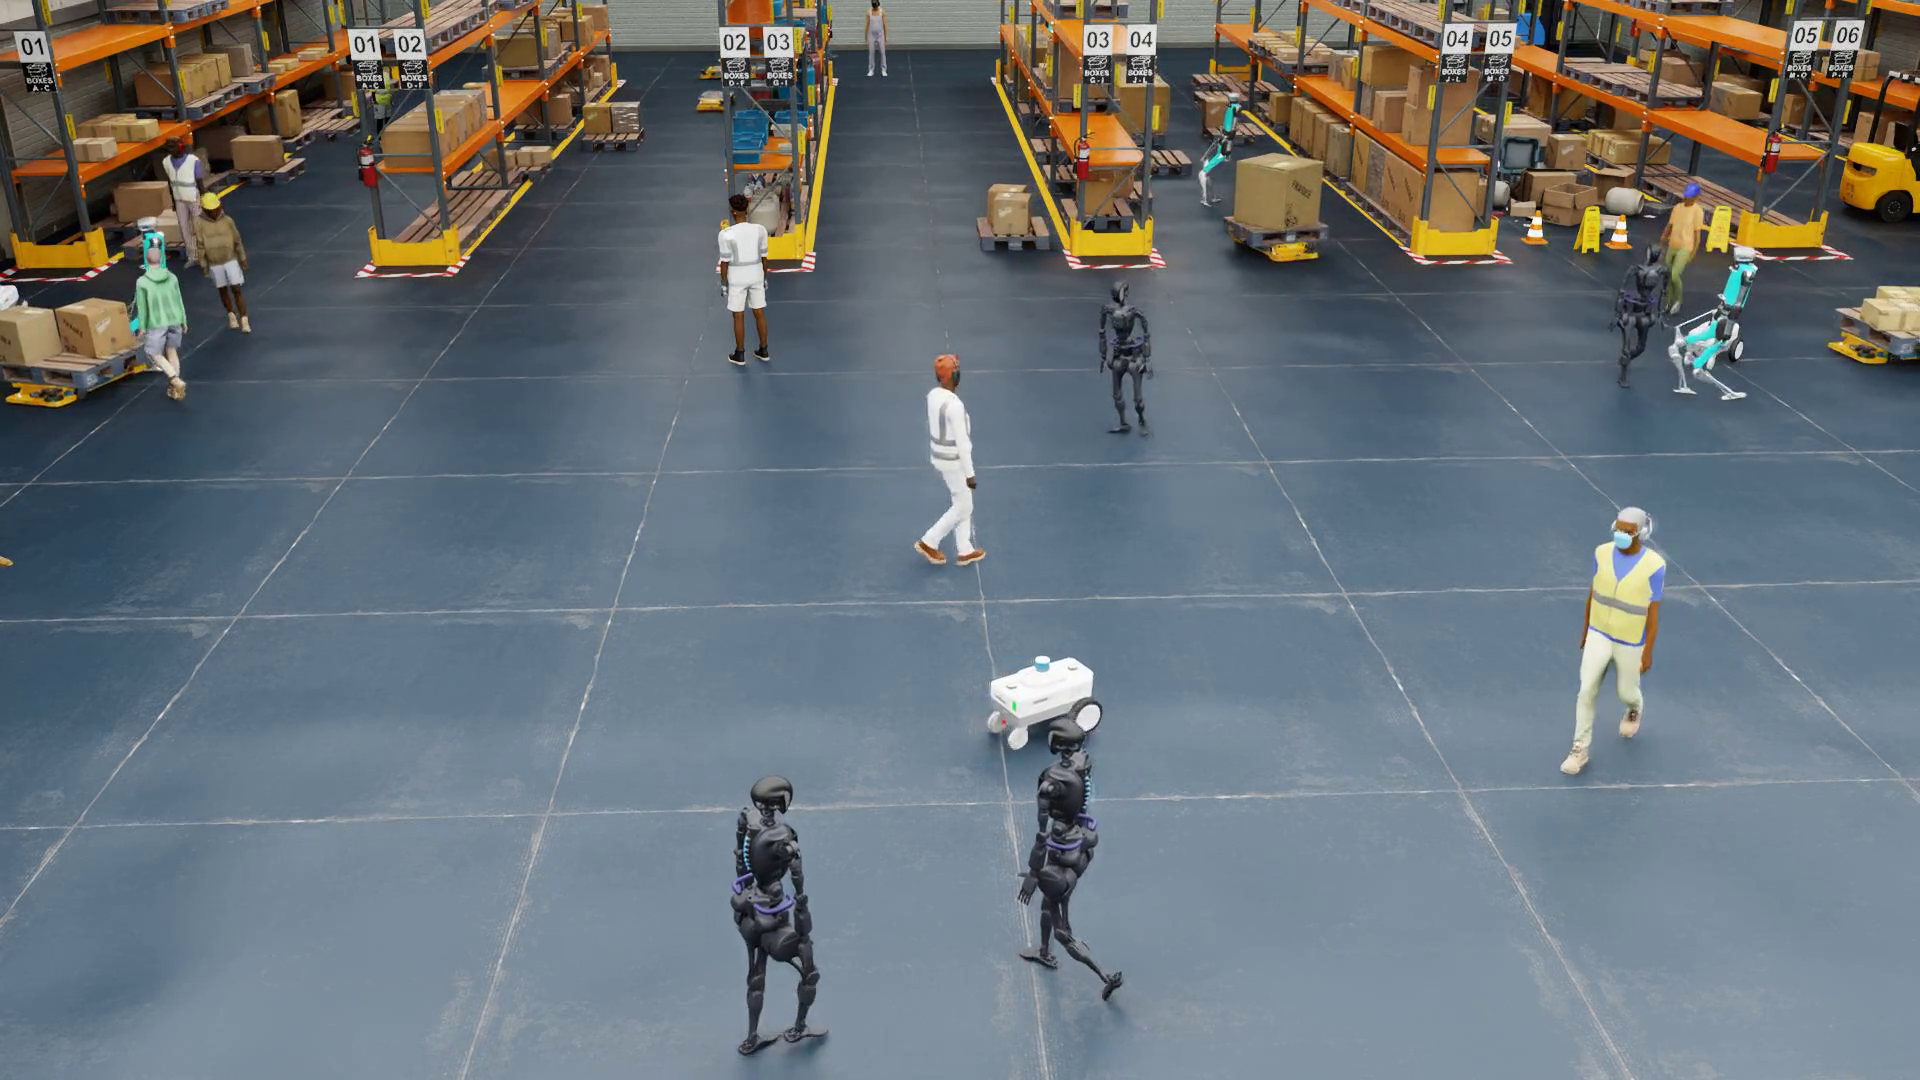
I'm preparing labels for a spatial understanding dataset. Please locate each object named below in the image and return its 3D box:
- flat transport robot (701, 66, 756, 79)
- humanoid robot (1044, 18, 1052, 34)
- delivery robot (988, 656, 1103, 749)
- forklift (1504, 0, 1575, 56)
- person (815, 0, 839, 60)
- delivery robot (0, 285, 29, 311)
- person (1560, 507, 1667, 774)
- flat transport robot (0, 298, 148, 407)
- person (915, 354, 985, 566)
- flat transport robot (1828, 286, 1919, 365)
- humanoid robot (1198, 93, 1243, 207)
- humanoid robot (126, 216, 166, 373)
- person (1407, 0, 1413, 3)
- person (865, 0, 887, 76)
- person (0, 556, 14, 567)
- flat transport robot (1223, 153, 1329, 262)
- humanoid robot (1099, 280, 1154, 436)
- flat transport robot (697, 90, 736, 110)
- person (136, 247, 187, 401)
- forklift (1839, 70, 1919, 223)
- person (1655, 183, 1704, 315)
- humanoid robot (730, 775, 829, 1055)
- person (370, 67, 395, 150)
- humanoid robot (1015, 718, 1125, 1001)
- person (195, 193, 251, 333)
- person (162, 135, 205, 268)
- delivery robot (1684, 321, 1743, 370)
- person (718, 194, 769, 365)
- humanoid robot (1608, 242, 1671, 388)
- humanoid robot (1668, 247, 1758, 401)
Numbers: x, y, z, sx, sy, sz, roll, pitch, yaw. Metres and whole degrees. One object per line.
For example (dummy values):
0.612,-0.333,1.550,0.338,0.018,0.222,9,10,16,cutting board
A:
-5.379,-11.041,39.281,1.431,0.231,0.659,-1,24,-3,flat transport robot
2.322,-12.974,41.655,0.735,1.677,0.533,5,25,12,humanoid robot
0.583,1.096,11.654,0.791,0.592,0.499,-14,28,-29,delivery robot
14.700,-13.805,42.301,1.873,2.768,1.129,-1,24,-2,forklift
-3.491,-12.824,41.486,0.879,1.718,0.548,-6,25,-14,person
-11.965,-2.928,20.691,0.525,0.587,0.743,-5,24,-10,delivery robot
4.417,0.630,11.091,0.523,1.869,0.807,20,31,37,person
-9.829,-1.798,18.514,0.659,0.231,1.431,6,25,13,flat transport robot
-0.074,-0.642,13.969,0.598,1.844,0.654,-7,25,-14,person
11.097,-2.290,19.617,1.431,0.231,0.659,-4,24,-9,flat transport robot
4.074,-6.280,26.771,0.869,1.767,0.601,-2,24,-4,humanoid robot
-9.247,-2.715,18.788,0.737,1.802,0.530,-15,28,-30,humanoid robot
11.210,-12.897,41.599,0.681,1.768,0.672,-4,24,-10,person
-1.984,-11.870,39.209,0.524,1.850,0.449,0,24,0,person
-8.322,-0.585,13.803,0.380,1.890,0.562,9,25,19,person
4.573,-4.319,24.176,0.659,0.231,1.431,-7,25,-15,flat transport robot
1.709,-1.866,16.937,0.615,1.635,0.444,13,27,27,humanoid robot
-5.217,-9.419,35.637,0.659,0.231,1.431,0,24,0,flat transport robot
-8.520,-2.292,17.828,0.584,1.706,0.491,19,31,37,person
15.132,-6.143,25.915,2.313,2.155,1.214,-1,24,-2,forklift
9.027,-3.654,20.929,0.398,1.699,0.499,-10,26,-22,person
-0.955,1.897,8.483,0.448,1.650,0.605,-20,31,-37,humanoid robot
-10.766,-8.153,31.030,0.318,1.699,0.535,9,26,20,person
0.617,1.701,8.962,0.686,1.640,0.589,13,27,27,humanoid robot
-8.940,-3.346,20.195,0.523,1.718,0.868,-10,26,-21,person
-10.747,-4.752,23.238,0.580,1.824,0.630,4,24,9,person
8.762,-2.324,19.351,0.499,0.601,0.783,22,32,40,delivery robot
-2.480,-3.000,19.147,0.601,1.957,0.382,-14,27,-28,person
7.503,-2.558,18.519,0.612,1.637,0.611,-2,24,-4,humanoid robot
8.010,-2.277,17.770,0.974,1.736,0.542,5,24,11,humanoid robot
